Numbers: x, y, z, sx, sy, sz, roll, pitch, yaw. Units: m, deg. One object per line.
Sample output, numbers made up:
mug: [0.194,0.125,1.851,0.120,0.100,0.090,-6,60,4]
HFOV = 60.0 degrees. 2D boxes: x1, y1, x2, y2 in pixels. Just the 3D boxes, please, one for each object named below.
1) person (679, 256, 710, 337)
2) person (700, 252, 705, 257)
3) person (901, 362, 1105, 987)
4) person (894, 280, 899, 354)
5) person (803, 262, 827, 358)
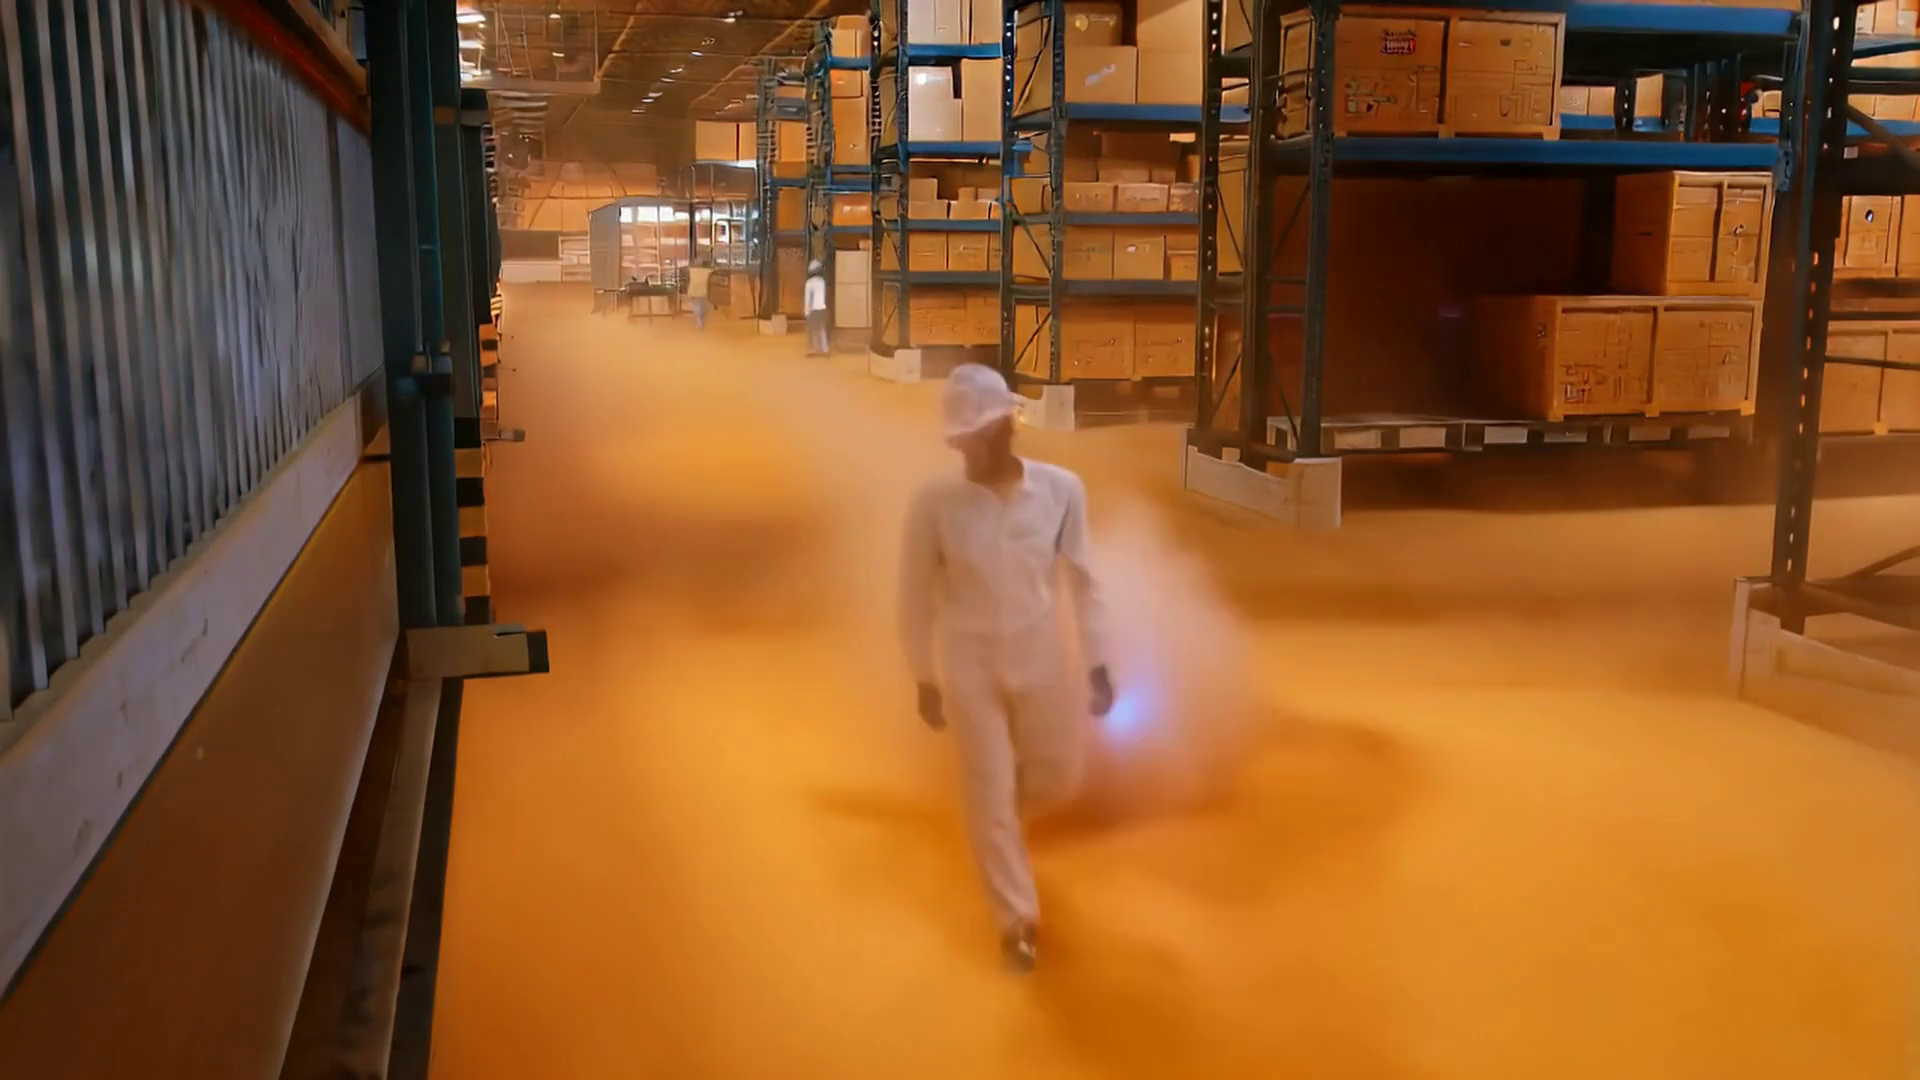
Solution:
person: [-5.984,-5.489,37.541,0.636,1.792,0.954,-10,14,-44]
person: [-10.088,-10.528,66.029,0.881,1.817,0.579,-3,11,-18]
person: [0.123,0.326,4.848,0.568,1.702,0.864,-2,10,-13]
person: [-0.903,-3.887,28.096,0.622,1.930,0.657,9,13,41]
person: [-2.633,-4.176,30.277,0.533,1.728,0.461,-9,13,-42]
